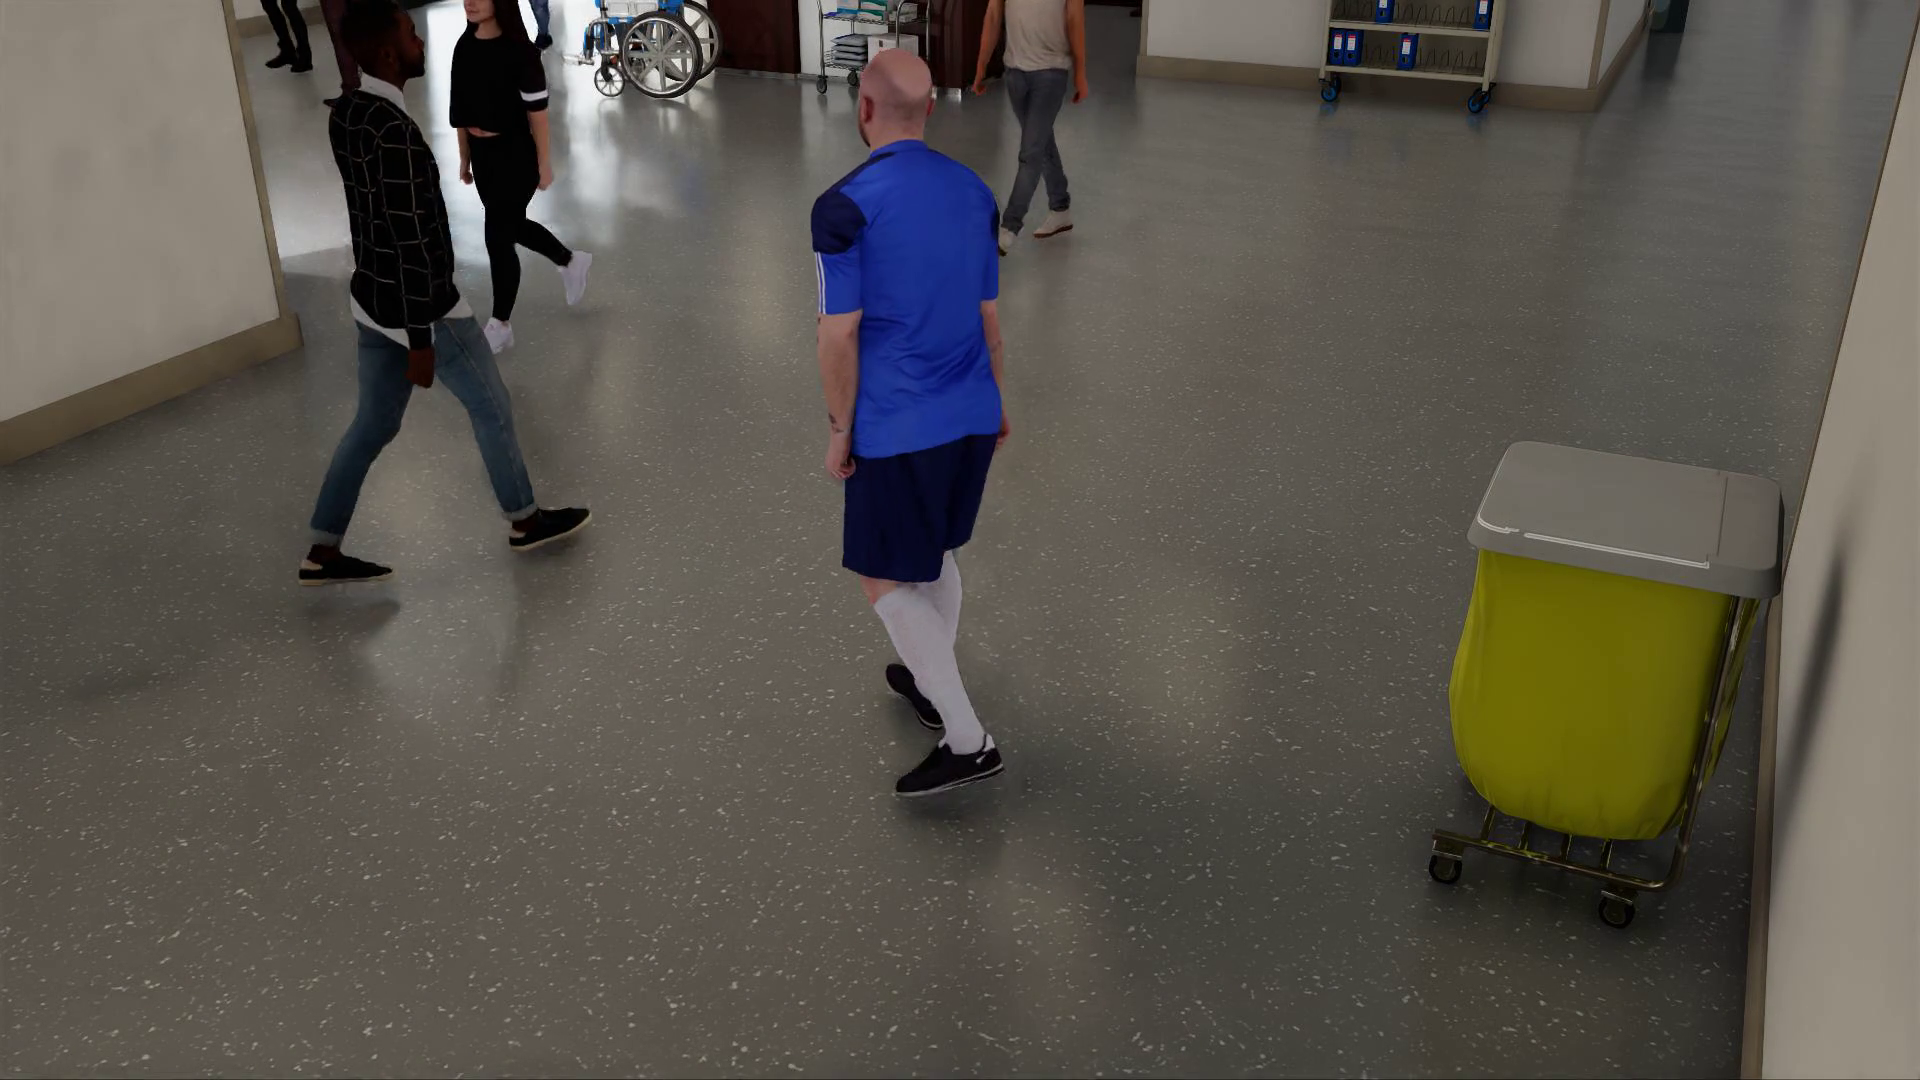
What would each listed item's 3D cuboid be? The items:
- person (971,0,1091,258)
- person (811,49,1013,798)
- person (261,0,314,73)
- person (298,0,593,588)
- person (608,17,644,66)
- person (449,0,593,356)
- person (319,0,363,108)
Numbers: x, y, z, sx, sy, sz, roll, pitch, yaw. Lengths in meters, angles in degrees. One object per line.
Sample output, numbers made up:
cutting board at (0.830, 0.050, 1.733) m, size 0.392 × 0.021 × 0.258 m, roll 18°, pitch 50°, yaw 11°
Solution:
person at (0.445, -2.415, 8.571) m, size 1.172 × 1.848 × 0.918 m, roll 17°, pitch 31°, yaw 32°
person at (-0.064, -0.249, 4.130) m, size 0.923 × 1.805 × 1.052 m, roll -22°, pitch 33°, yaw -38°
person at (-5.356, -4.589, 13.172) m, size 0.586 × 1.768 × 0.855 m, roll 23°, pitch 34°, yaw 39°
person at (-1.758, -0.657, 5.009) m, size 1.082 × 1.776 × 1.241 m, roll -20°, pitch 32°, yaw -35°
person at (-2.825, -4.805, 13.723) m, size 0.534 × 1.679 × 0.606 m, roll 12°, pitch 28°, yaw 24°
person at (-1.949, -1.666, 7.287) m, size 1.014 × 1.615 × 0.703 m, roll 13°, pitch 29°, yaw 25°
person at (-4.478, -4.091, 12.027) m, size 0.584 × 1.865 × 0.669 m, roll 12°, pitch 28°, yaw 24°
